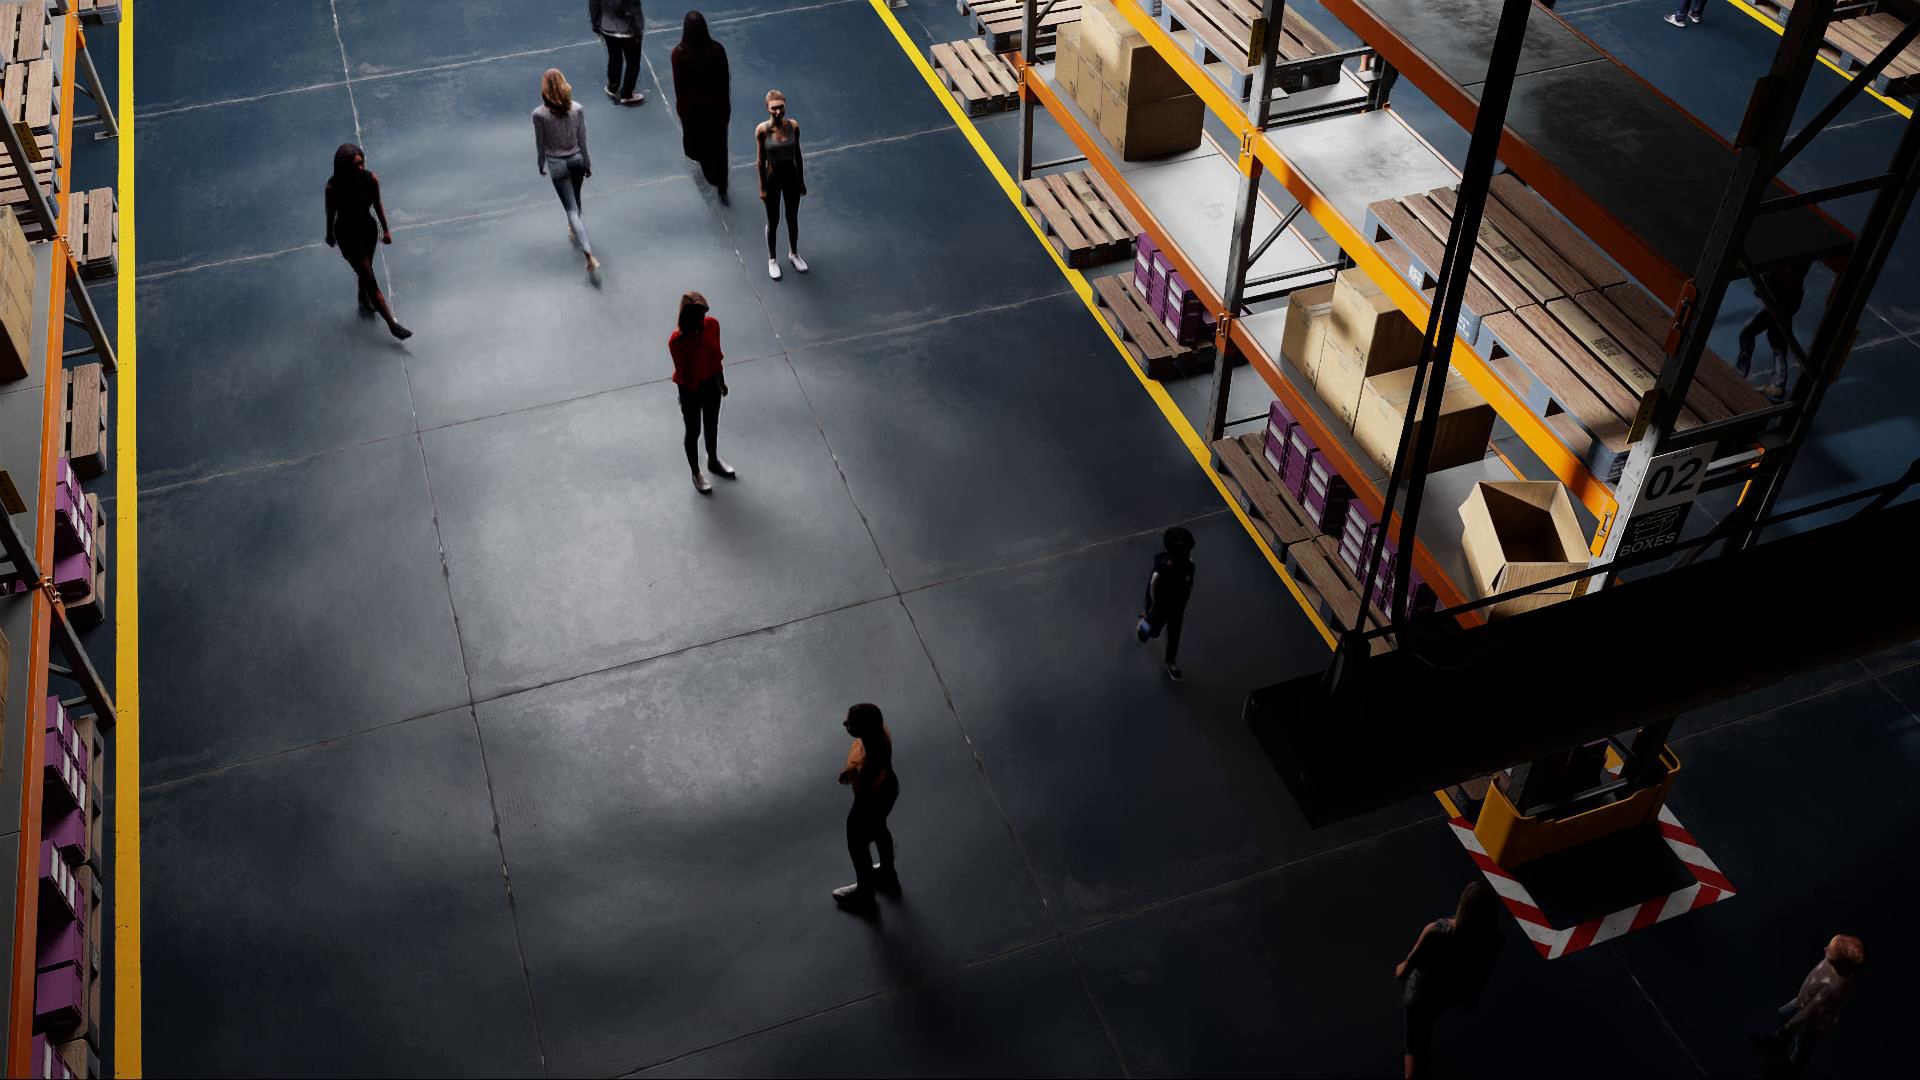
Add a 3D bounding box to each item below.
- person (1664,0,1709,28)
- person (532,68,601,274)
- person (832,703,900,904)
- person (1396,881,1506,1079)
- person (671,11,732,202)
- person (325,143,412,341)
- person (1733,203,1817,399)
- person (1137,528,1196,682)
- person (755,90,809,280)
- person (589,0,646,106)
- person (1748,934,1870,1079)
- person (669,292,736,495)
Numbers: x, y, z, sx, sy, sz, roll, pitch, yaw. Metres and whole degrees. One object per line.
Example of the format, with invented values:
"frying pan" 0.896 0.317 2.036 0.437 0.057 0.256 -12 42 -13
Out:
"person" 7.907 -6.227 17.629 0.531 1.558 0.517 -15 46 -16
"person" -3.336 -3.123 14.229 0.653 1.753 1.190 -18 46 -18
"person" -0.452 1.478 9.496 0.776 1.621 0.707 7 44 8
"person" 2.457 2.389 8.506 0.838 1.667 1.179 0 44 0
"person" -2.288 -3.877 15.054 0.741 1.707 1.169 -11 45 -11
"person" -4.974 -2.496 13.625 1.213 1.678 0.987 33 53 30
"person" 6.428 -1.808 12.866 0.976 1.729 0.914 13 45 13
"person" 1.347 0.373 10.952 0.521 1.212 0.721 -16 46 -16
"person" -1.530 -3.049 14.189 0.569 1.702 0.546 -16 46 -16
"person" -3.359 -5.028 16.360 0.873 1.572 0.945 12 45 12
"person" 4.562 2.485 8.754 0.644 1.185 0.585 18 46 18
"person" -1.902 -1.114 12.154 0.672 1.707 0.687 32 52 29
